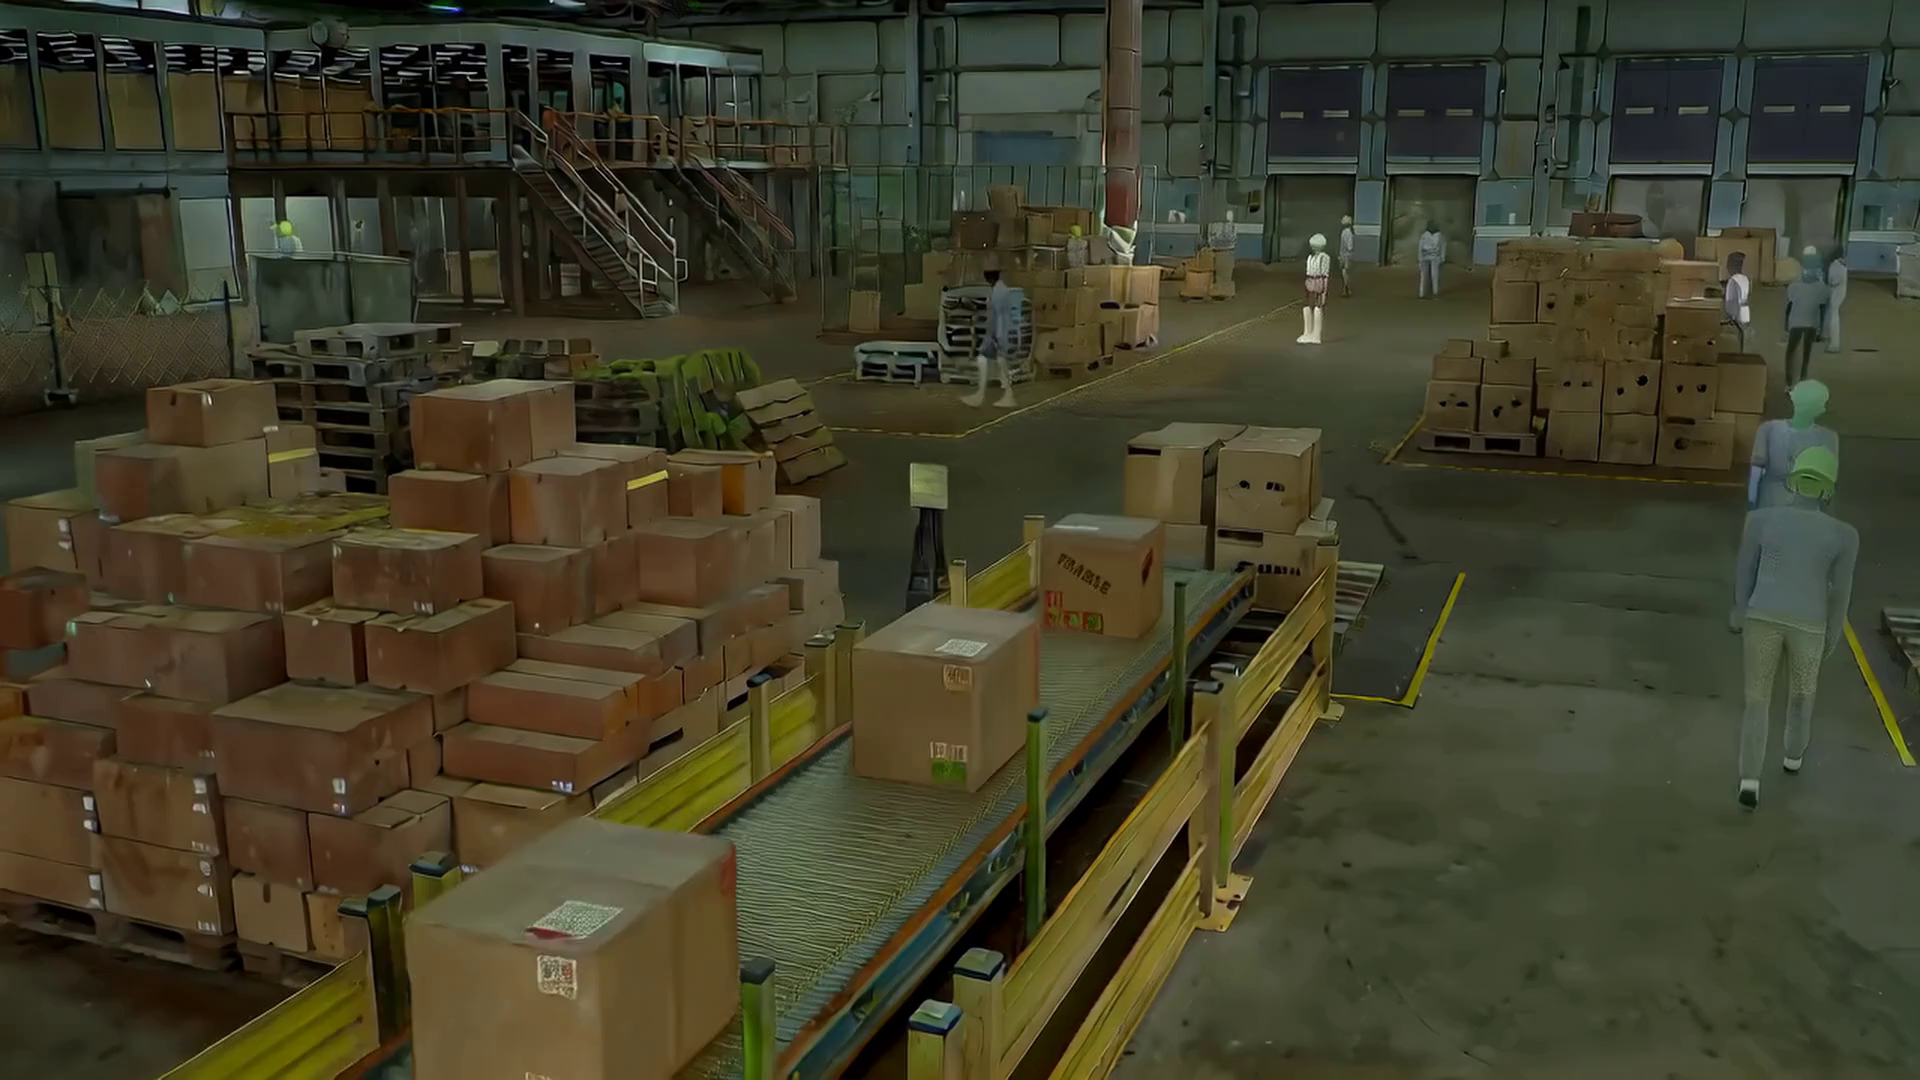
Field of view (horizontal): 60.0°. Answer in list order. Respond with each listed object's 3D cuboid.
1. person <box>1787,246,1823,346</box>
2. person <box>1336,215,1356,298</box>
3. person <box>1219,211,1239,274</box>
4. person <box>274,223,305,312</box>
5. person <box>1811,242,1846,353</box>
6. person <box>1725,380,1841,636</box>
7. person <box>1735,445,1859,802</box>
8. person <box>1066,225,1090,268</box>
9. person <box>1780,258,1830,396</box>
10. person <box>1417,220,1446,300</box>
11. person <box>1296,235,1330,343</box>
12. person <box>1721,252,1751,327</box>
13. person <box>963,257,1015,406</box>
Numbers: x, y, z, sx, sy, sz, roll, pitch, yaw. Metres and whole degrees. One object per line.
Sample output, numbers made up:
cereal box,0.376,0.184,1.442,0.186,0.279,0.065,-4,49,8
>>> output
person,14.701,-4.262,28.970,0.507,1.707,0.814,7,14,27
person,9.158,-6.714,39.433,0.455,1.936,0.642,6,14,27
person,7.926,-8.677,48.540,0.646,1.806,0.671,-11,17,-41
person,-14.350,-5.839,35.629,0.581,1.882,0.339,-5,13,-20
person,14.384,-3.994,27.497,0.533,1.829,0.530,-12,17,-43
person,5.368,-0.207,10.846,0.575,1.663,0.605,10,16,39
person,4.014,0.395,8.065,0.522,1.717,0.947,7,14,29
person,2.282,-5.184,32.571,0.366,1.938,0.630,-9,15,-34
person,11.276,-2.827,22.213,0.565,1.846,0.564,6,14,24
person,10.994,-6.533,38.840,0.625,1.844,0.429,5,14,21
person,6.182,-4.358,28.949,0.518,1.898,0.584,-9,15,-34
person,10.560,-2.983,22.787,0.480,1.902,0.601,8,15,31
person,0.354,-2.661,21.312,0.798,1.906,0.564,2,13,8
